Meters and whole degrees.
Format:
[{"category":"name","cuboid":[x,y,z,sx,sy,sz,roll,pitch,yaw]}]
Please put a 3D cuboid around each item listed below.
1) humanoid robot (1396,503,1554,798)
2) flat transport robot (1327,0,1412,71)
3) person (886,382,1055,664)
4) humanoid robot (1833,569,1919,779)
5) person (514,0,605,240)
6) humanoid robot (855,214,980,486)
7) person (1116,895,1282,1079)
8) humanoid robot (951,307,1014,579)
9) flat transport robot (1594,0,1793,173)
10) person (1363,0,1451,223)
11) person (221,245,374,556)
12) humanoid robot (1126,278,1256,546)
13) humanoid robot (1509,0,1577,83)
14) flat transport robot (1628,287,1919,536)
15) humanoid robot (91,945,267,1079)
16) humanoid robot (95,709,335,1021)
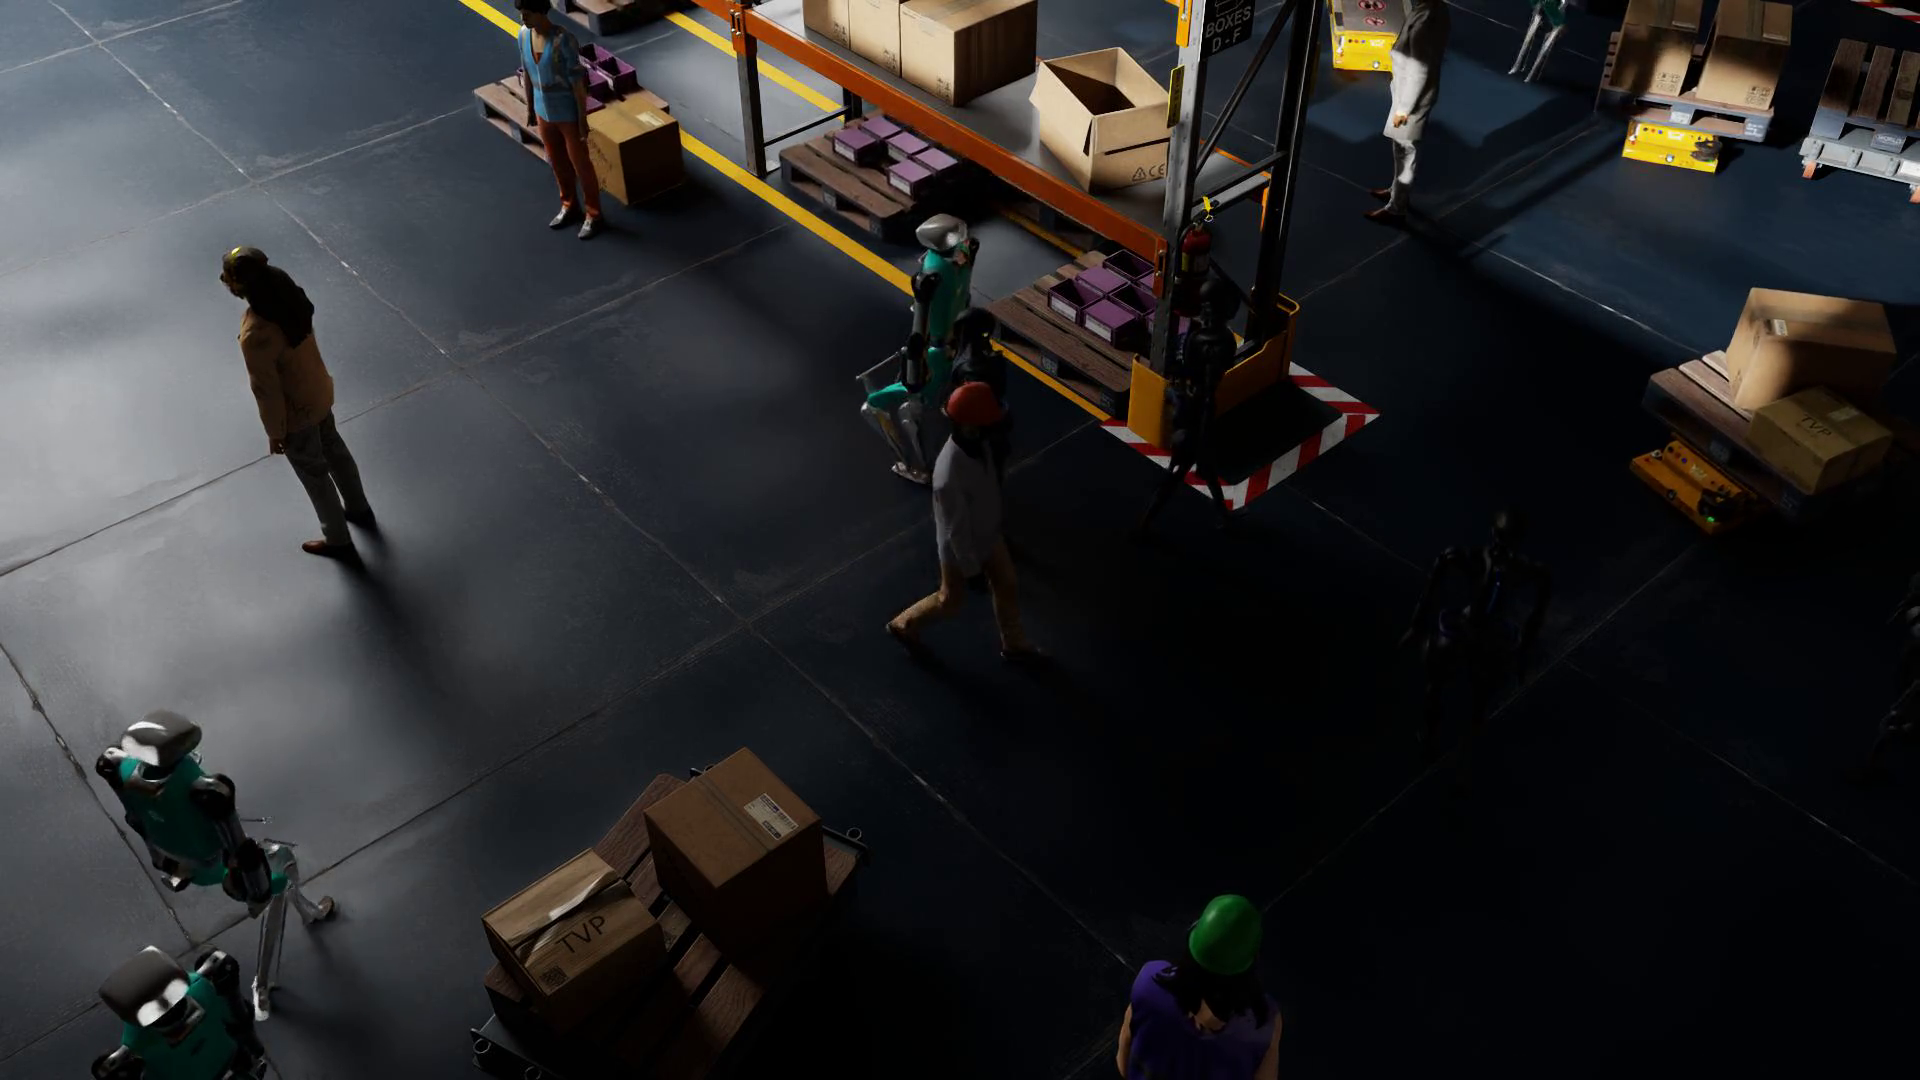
[{"category":"humanoid robot","cuboid":[2.292,0.516,7.506,0.584,1.642,0.541,8,43,9]},{"category":"flat transport robot","cuboid":[3.399,-4.285,13.756,0.659,0.231,1.431,4,43,5]},{"category":"person","cuboid":[0.036,-0.034,8.064,0.820,1.704,0.558,16,45,16]},{"category":"humanoid robot","cuboid":[4.505,0.424,7.607,0.594,1.644,0.589,-3,43,-3]},{"category":"person","cuboid":[-2.692,-2.857,11.104,0.504,1.758,0.344,19,46,19]},{"category":"humanoid robot","cuboid":[-0.287,-0.986,9.166,0.713,1.888,0.553,21,47,21]},{"category":"person","cuboid":[0.813,1.897,5.813,0.555,1.921,0.427,13,44,14]},{"category":"humanoid robot","cuboid":[0.124,-0.482,8.581,0.344,1.645,0.589,3,43,4]},{"category":"flat transport robot","cuboid":[5.454,-3.258,12.639,0.659,0.231,1.431,15,45,16]},{"category":"person","cuboid":[3.032,-2.999,11.207,0.369,1.828,0.504,16,45,17]},{"category":"person","cuboid":[-3.446,-0.715,8.694,0.390,1.869,0.559,4,43,4]},{"category":"humanoid robot","cuboid":[1.285,-0.648,8.778,0.741,1.617,0.595,-2,43,-2]},{"category":"humanoid robot","cuboid":[4.492,-4.345,12.763,0.692,1.813,0.542,-22,47,-22]},{"category":"flat transport robot","cuboid":[4.661,-0.490,9.628,1.431,0.231,0.659,-19,46,-19]},{"category":"humanoid robot","cuboid":[-2.832,1.926,5.944,0.857,1.785,0.538,20,46,21]},{"category":"humanoid robot","cuboid":[-2.869,1.182,6.781,0.569,1.836,0.800,12,44,12]}]
